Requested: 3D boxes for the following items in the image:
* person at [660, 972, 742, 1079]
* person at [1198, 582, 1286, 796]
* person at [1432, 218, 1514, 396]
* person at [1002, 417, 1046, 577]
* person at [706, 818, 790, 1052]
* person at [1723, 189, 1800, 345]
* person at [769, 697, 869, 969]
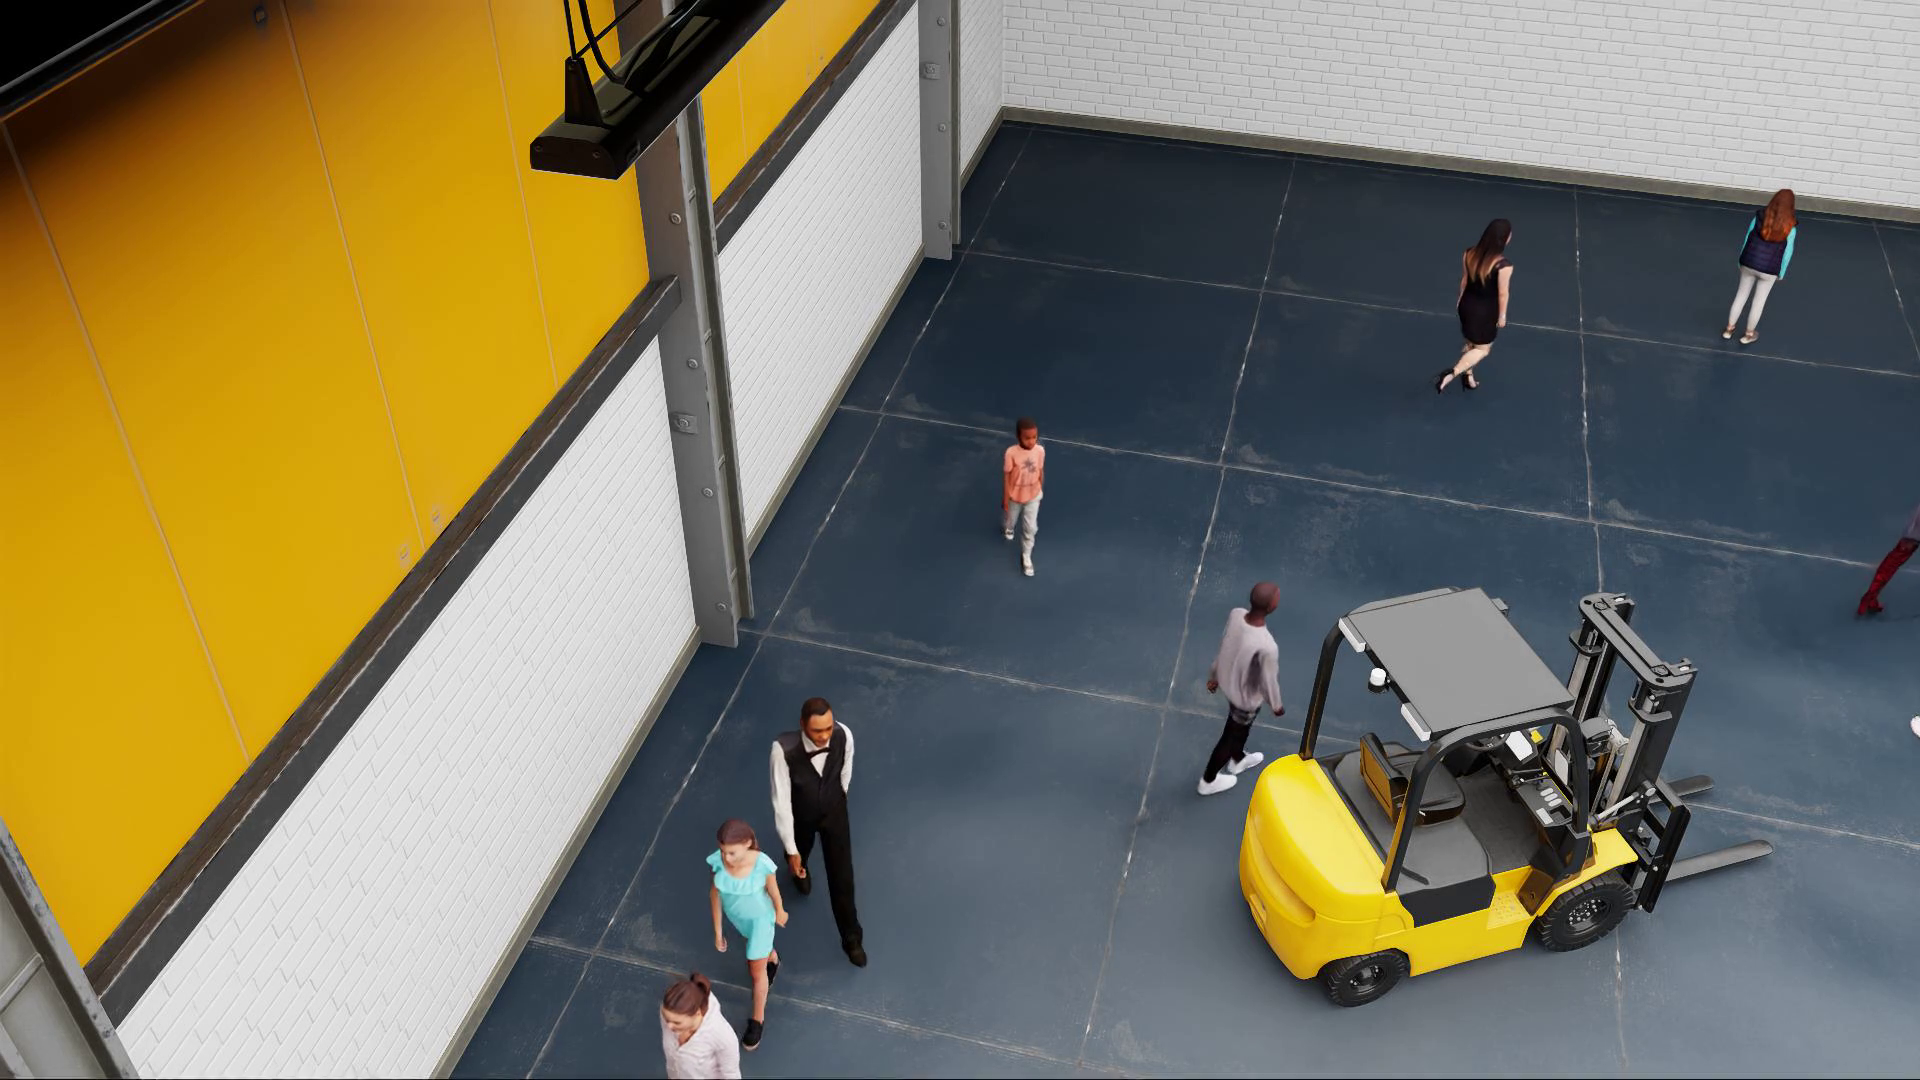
[{"bbox_3d":[-1.282,2.732,8.448,0.699,1.688,0.677,22,43,25],"label":"person"},{"bbox_3d":[1.711,0.997,10.569,0.900,1.751,0.859,-13,40,-16],"label":"person"},{"bbox_3d":[4.419,-1.928,14.274,1.015,1.699,0.957,-20,43,-23],"label":"person"},{"bbox_3d":[0.459,-0.394,12.674,0.662,1.298,0.871,-5,39,-6],"label":"person"},{"bbox_3d":[-1.161,2.050,9.431,0.566,1.526,0.923,10,40,12],"label":"person"},{"bbox_3d":[7.300,-2.503,15.153,0.673,1.500,0.704,29,47,31],"label":"person"},{"bbox_3d":[-0.910,1.538,9.813,1.168,1.850,1.388,-12,40,-15],"label":"person"}]
